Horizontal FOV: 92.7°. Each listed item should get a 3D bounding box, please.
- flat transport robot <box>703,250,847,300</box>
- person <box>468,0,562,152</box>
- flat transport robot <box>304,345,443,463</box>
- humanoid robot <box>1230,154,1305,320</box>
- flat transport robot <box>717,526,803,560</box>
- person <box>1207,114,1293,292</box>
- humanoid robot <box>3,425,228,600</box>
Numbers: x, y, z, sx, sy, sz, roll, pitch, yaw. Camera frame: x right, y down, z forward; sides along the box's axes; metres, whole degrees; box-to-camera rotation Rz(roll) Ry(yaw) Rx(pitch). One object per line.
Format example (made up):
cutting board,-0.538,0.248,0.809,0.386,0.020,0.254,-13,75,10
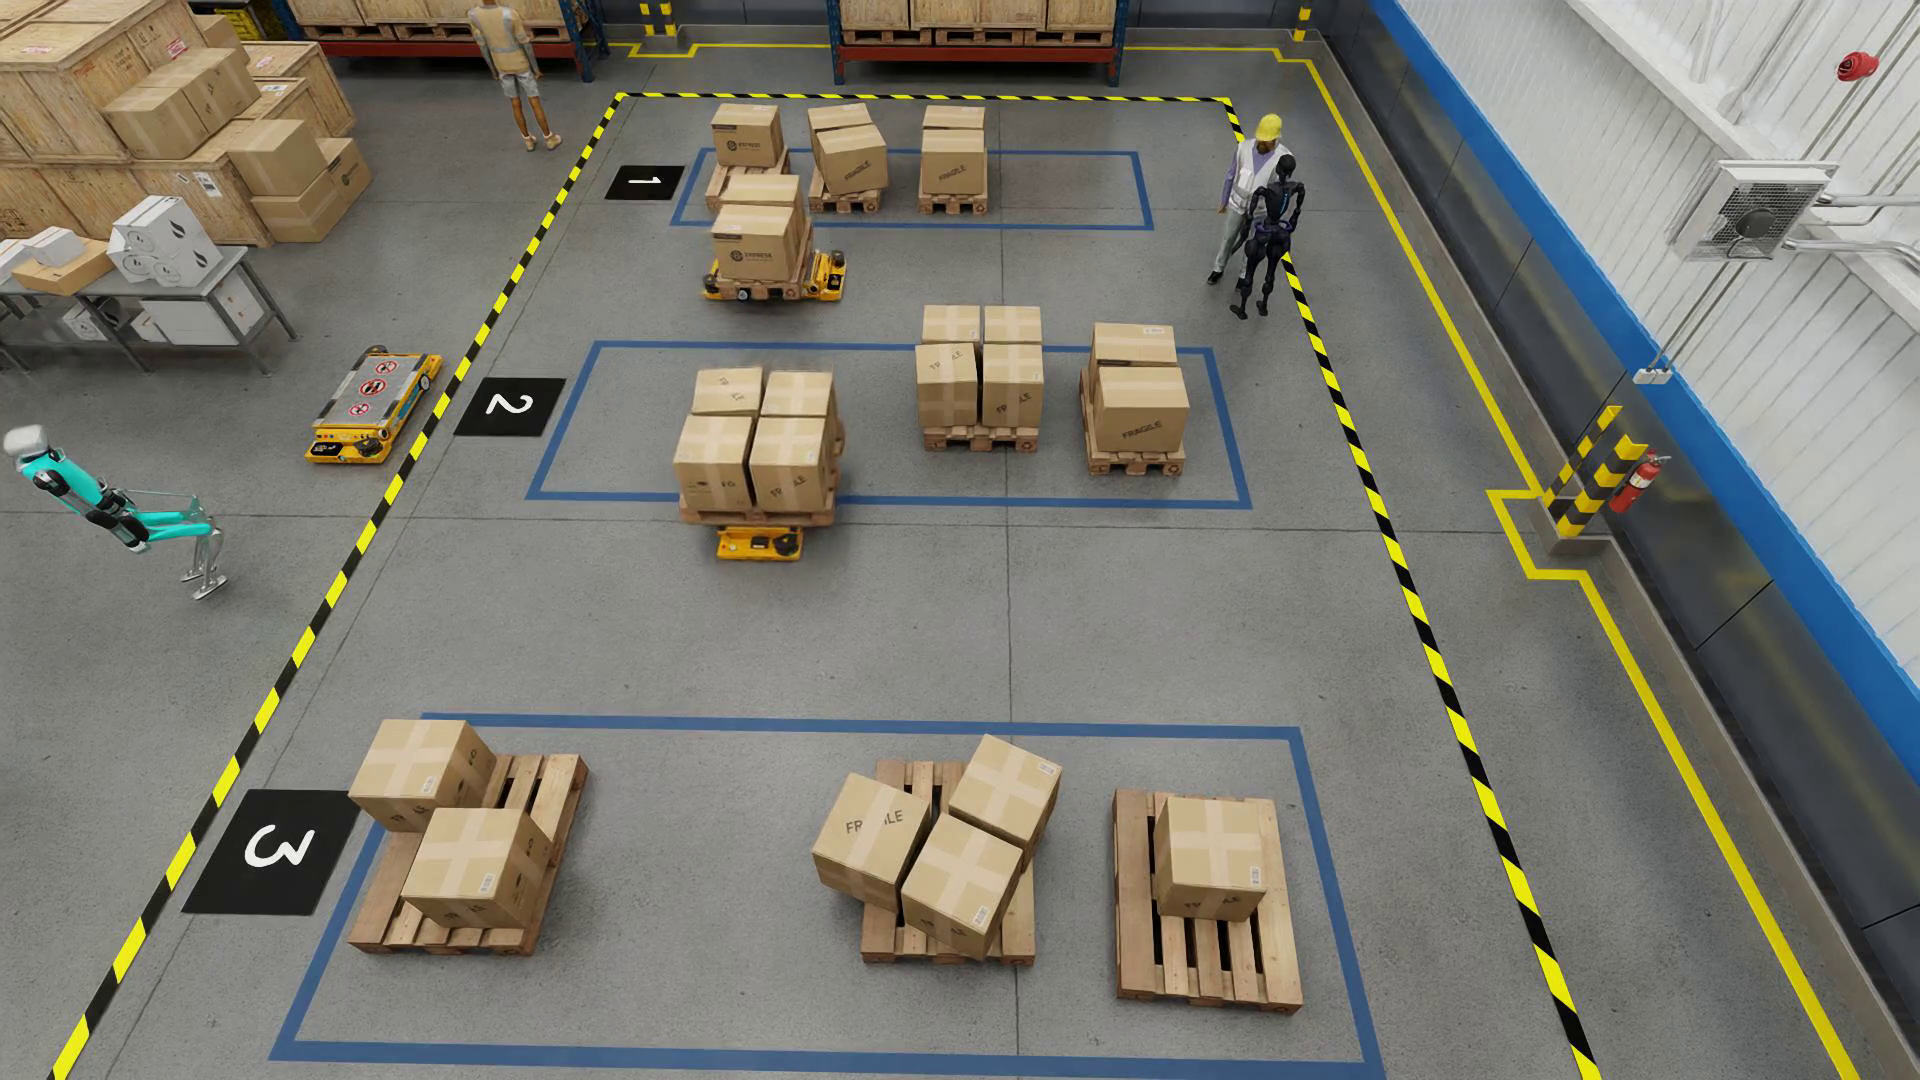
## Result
flat transport robot,-1.958,-2.830,9.743,1.431,0.197,0.652,1,50,1
person,-5.387,-5.732,11.056,0.607,2.044,0.376,-2,50,-2
flat transport robot,-5.383,-1.269,8.441,0.659,0.231,1.431,1,50,1
humanoid robot,2.978,-2.928,8.912,0.599,1.657,0.315,-7,50,-6
flat transport robot,-1.601,-0.438,7.720,0.652,0.197,1.431,1,50,1
person,2.900,-3.355,9.183,0.599,1.827,0.404,22,53,17
humanoid robot,-5.794,-0.247,6.526,0.735,1.677,0.533,-36,58,-26
